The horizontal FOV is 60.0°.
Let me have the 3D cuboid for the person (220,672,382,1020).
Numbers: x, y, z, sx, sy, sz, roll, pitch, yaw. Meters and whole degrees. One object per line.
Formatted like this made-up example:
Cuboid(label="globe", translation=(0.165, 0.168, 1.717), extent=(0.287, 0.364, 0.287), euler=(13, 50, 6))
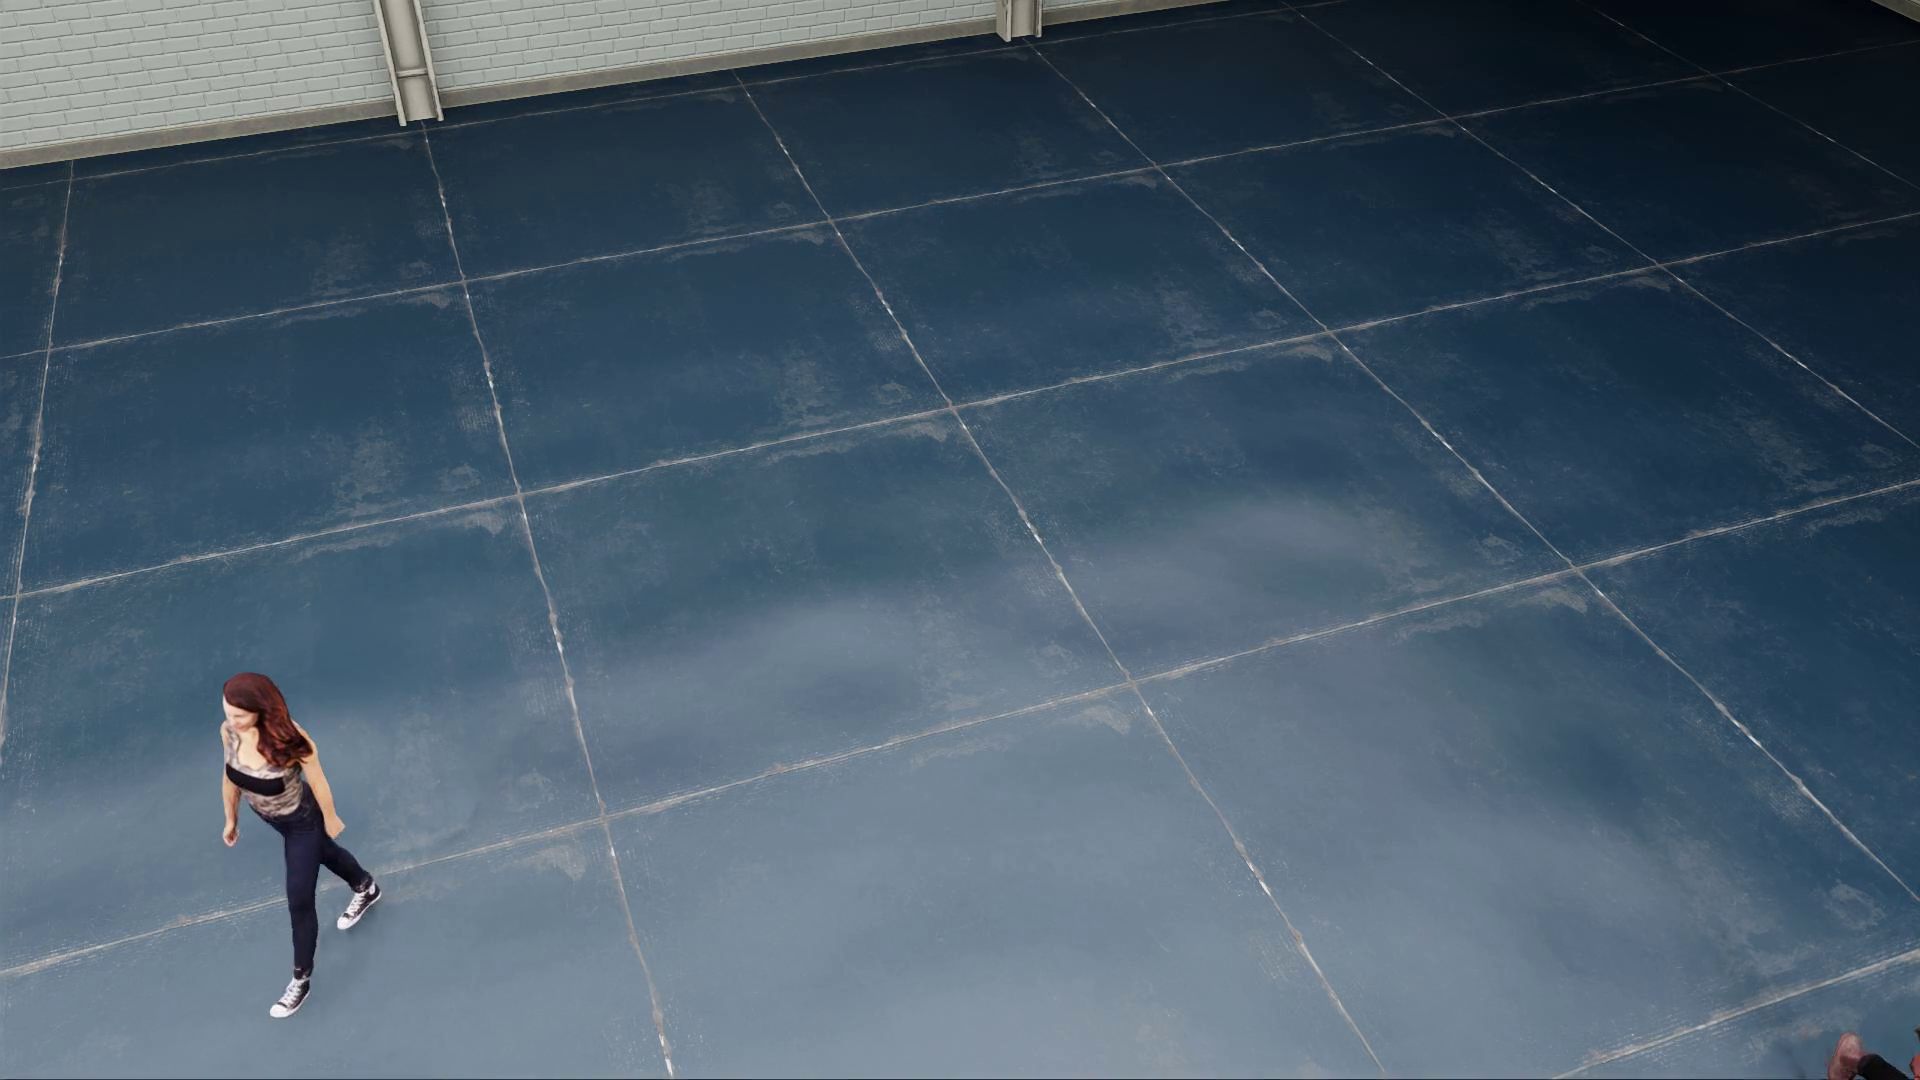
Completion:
Cuboid(label="person", translation=(-2.958, 1.199, 7.527), extent=(1.091, 1.727, 1.119), euler=(14, 40, 18))
